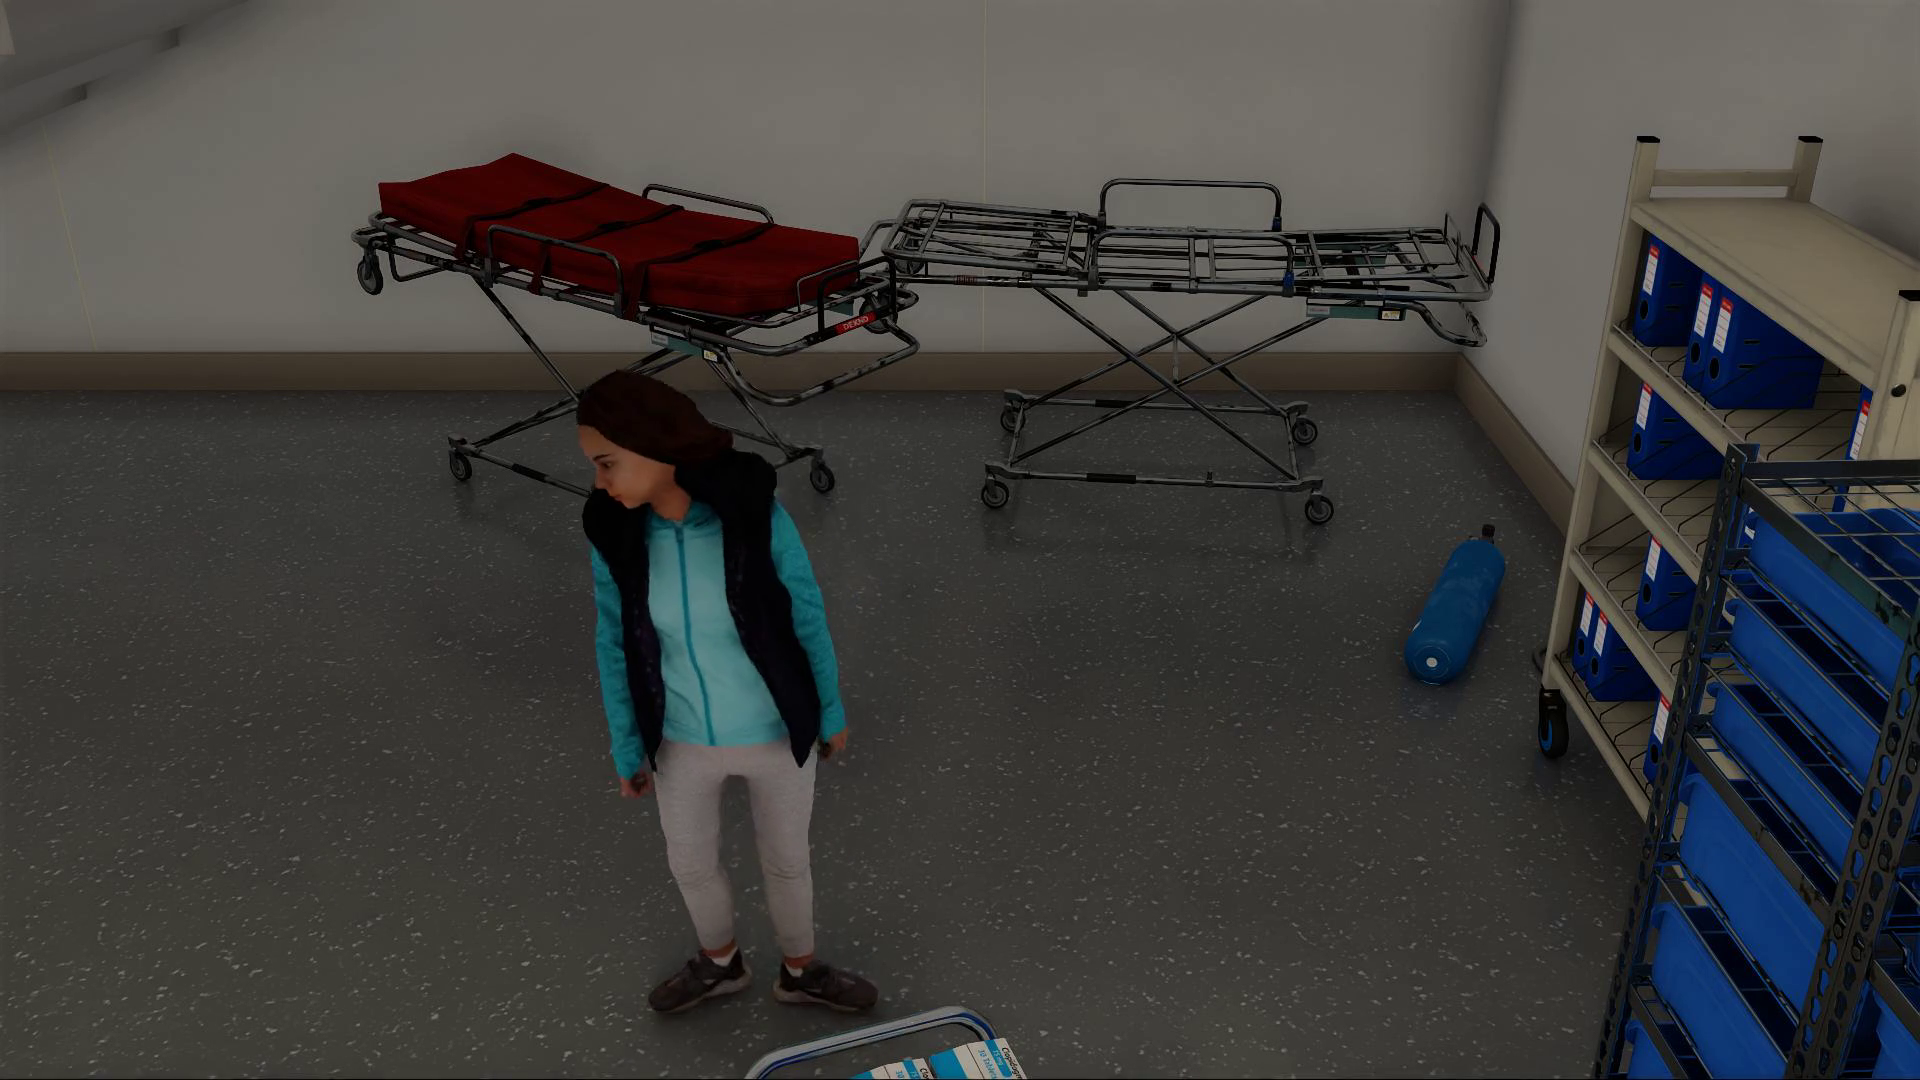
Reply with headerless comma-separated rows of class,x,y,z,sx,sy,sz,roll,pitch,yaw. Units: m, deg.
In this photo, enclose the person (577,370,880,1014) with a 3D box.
person,-0.400,0.343,3.269,0.495,1.468,0.714,-6,26,-12
